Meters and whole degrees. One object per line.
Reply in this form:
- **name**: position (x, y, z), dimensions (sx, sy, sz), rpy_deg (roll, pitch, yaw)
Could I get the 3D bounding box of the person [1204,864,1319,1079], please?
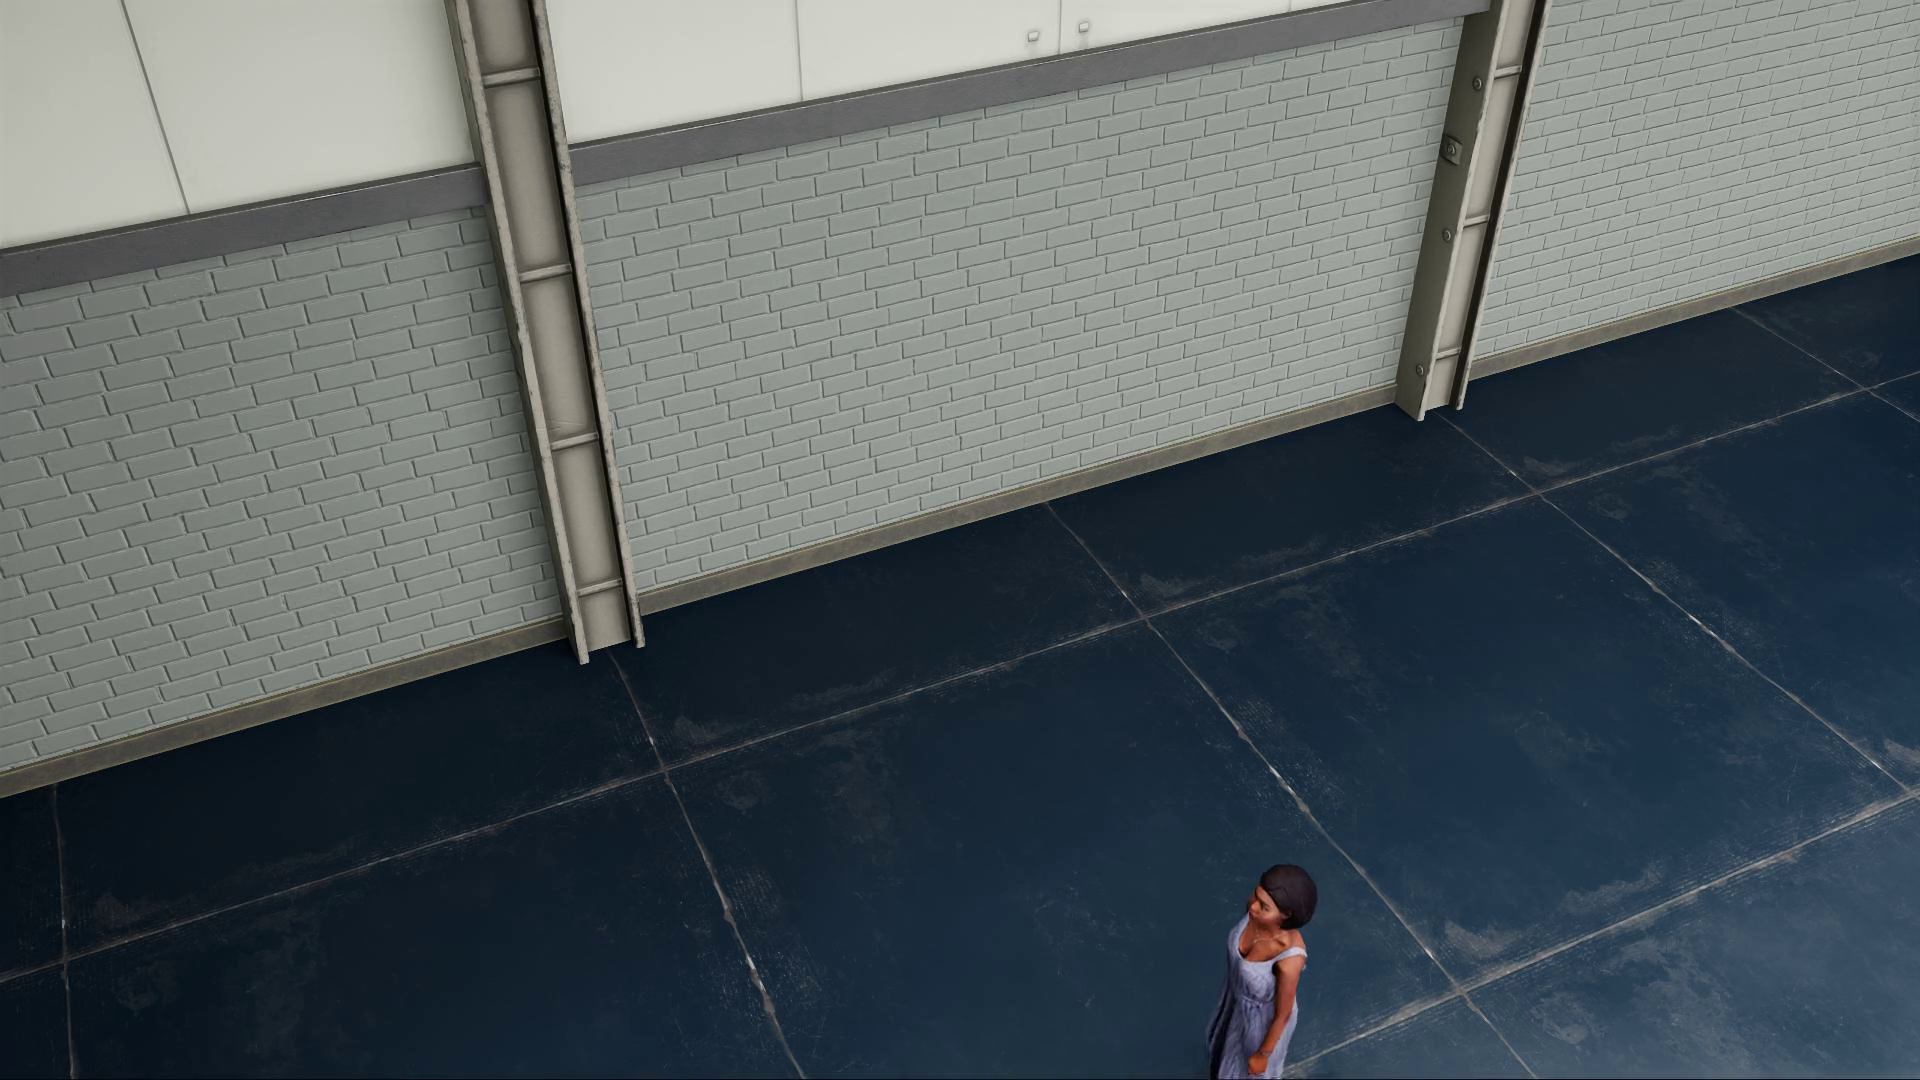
- **person**: position (1.239, 1.911, 6.804), dimensions (0.579, 1.696, 0.639), rpy_deg (-9, 39, -12)
